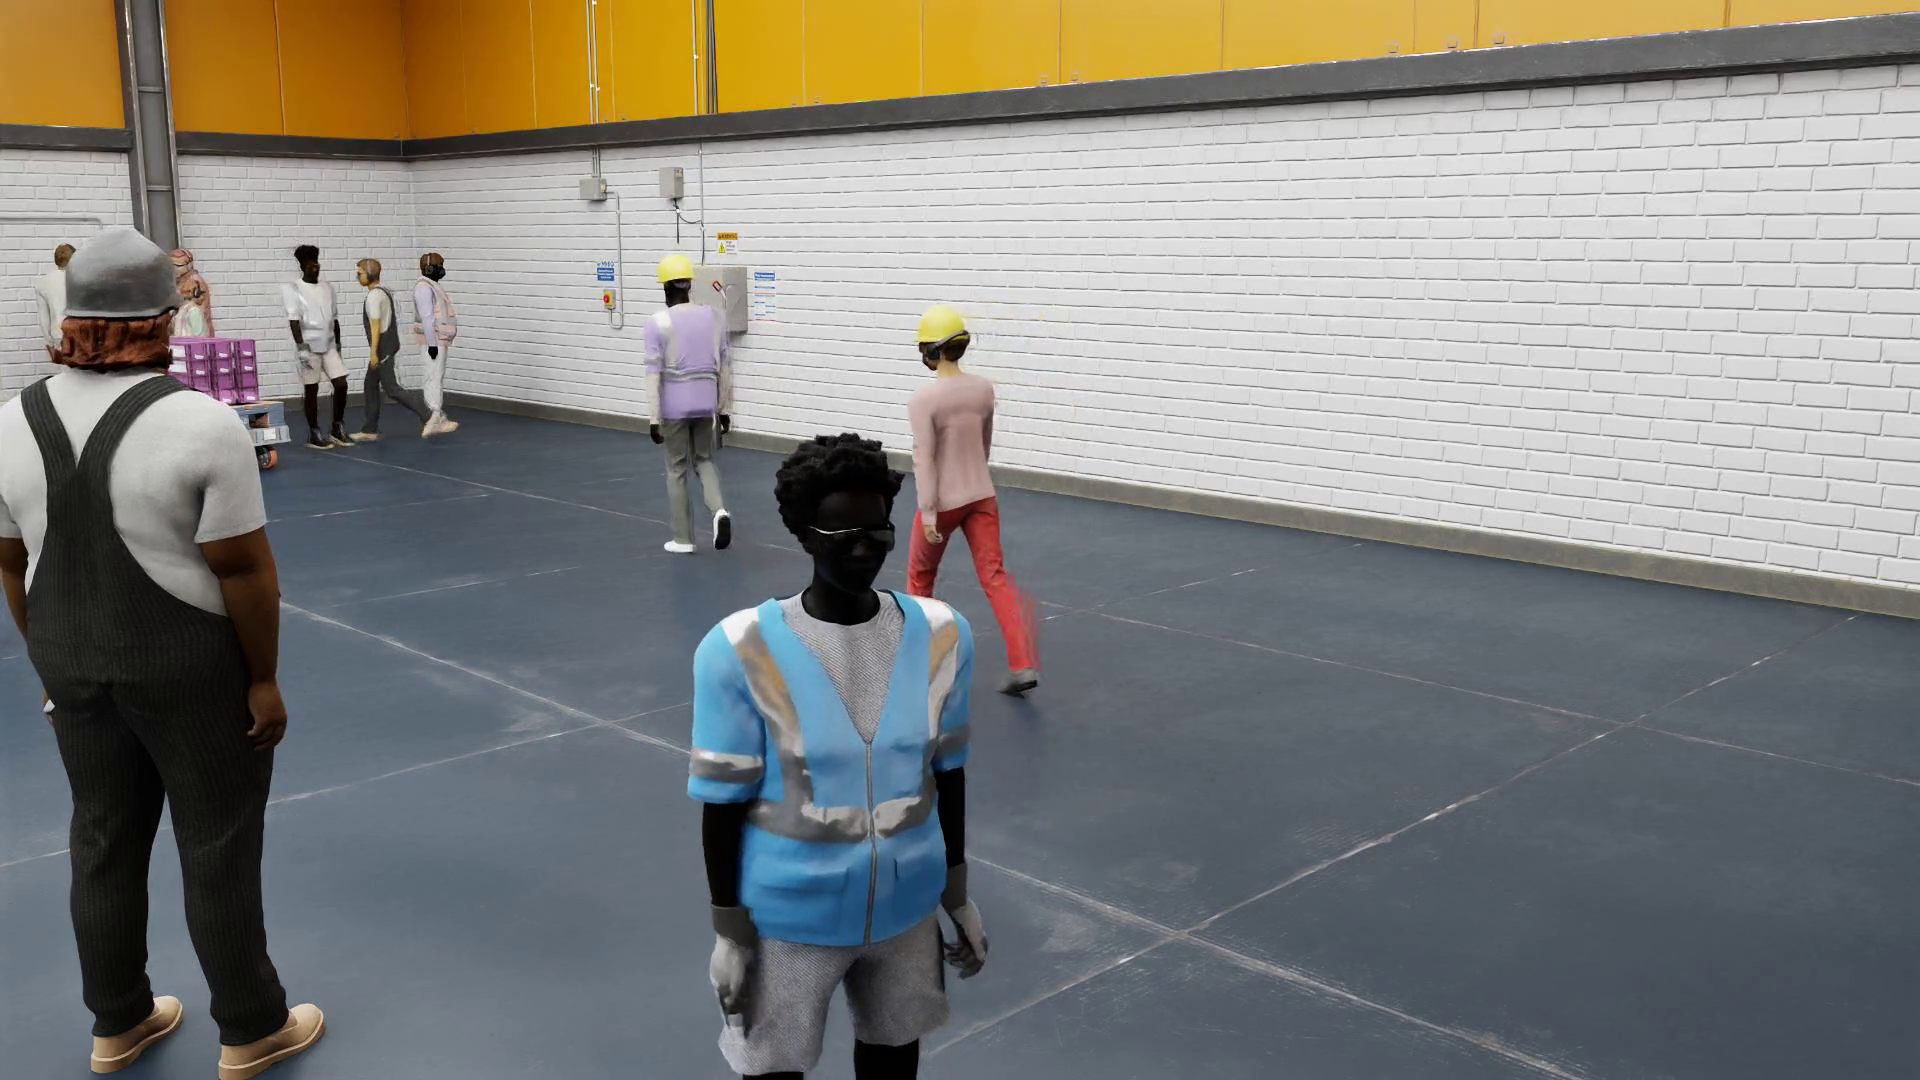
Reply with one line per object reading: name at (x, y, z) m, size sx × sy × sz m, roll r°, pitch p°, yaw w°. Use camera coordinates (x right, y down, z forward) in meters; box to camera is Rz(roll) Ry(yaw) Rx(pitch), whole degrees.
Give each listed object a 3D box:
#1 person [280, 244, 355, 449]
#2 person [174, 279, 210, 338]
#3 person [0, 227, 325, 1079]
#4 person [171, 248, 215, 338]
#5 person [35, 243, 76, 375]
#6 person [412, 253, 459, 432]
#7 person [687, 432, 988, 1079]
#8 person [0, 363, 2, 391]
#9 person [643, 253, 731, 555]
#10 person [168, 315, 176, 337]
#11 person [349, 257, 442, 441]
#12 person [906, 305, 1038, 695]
person at (-6.032, -1.802, 15.657) m, size 0.586 × 1.932 × 0.608 m, roll 7°, pitch 13°, yaw 35°
person at (-7.211, -1.623, 15.538) m, size 0.502 × 1.612 × 0.573 m, roll -8°, pitch 13°, yaw -36°
person at (-1.906, 0.283, 4.001) m, size 0.682 × 2.000 × 0.537 m, roll 2°, pitch 11°, yaw 9°
person at (-7.933, -2.067, 17.254) m, size 0.435 × 1.894 × 0.842 m, roll -5°, pitch 11°, yaw -24°
person at (-8.893, -1.994, 16.697) m, size 0.631 × 1.940 × 0.372 m, roll 0°, pitch 10°, yaw 0°
person at (-5.430, -2.047, 17.254) m, size 0.429 × 1.844 × 0.625 m, roll -2°, pitch 11°, yaw -10°
person at (-0.213, 0.650, 2.936) m, size 0.539 × 1.695 × 0.319 m, roll -5°, pitch 12°, yaw -26°
person at (-6.367, -0.885, 10.860) m, size 0.310 × 1.861 × 0.534 m, roll -8°, pitch 13°, yaw -37°
person at (-1.696, -0.837, 10.460) m, size 0.612 × 1.910 × 0.516 m, roll -8°, pitch 13°, yaw -37°
person at (-7.810, -1.820, 16.104) m, size 0.620 × 1.803 × 0.732 m, roll -1°, pitch 10°, yaw -6°
person at (-5.579, -1.858, 16.314) m, size 0.886 × 1.813 × 0.559 m, roll -2°, pitch 11°, yaw -9°
person at (-0.003, -0.177, 7.395) m, size 0.523 × 1.721 × 0.929 m, roll -8°, pitch 13°, yaw -37°
